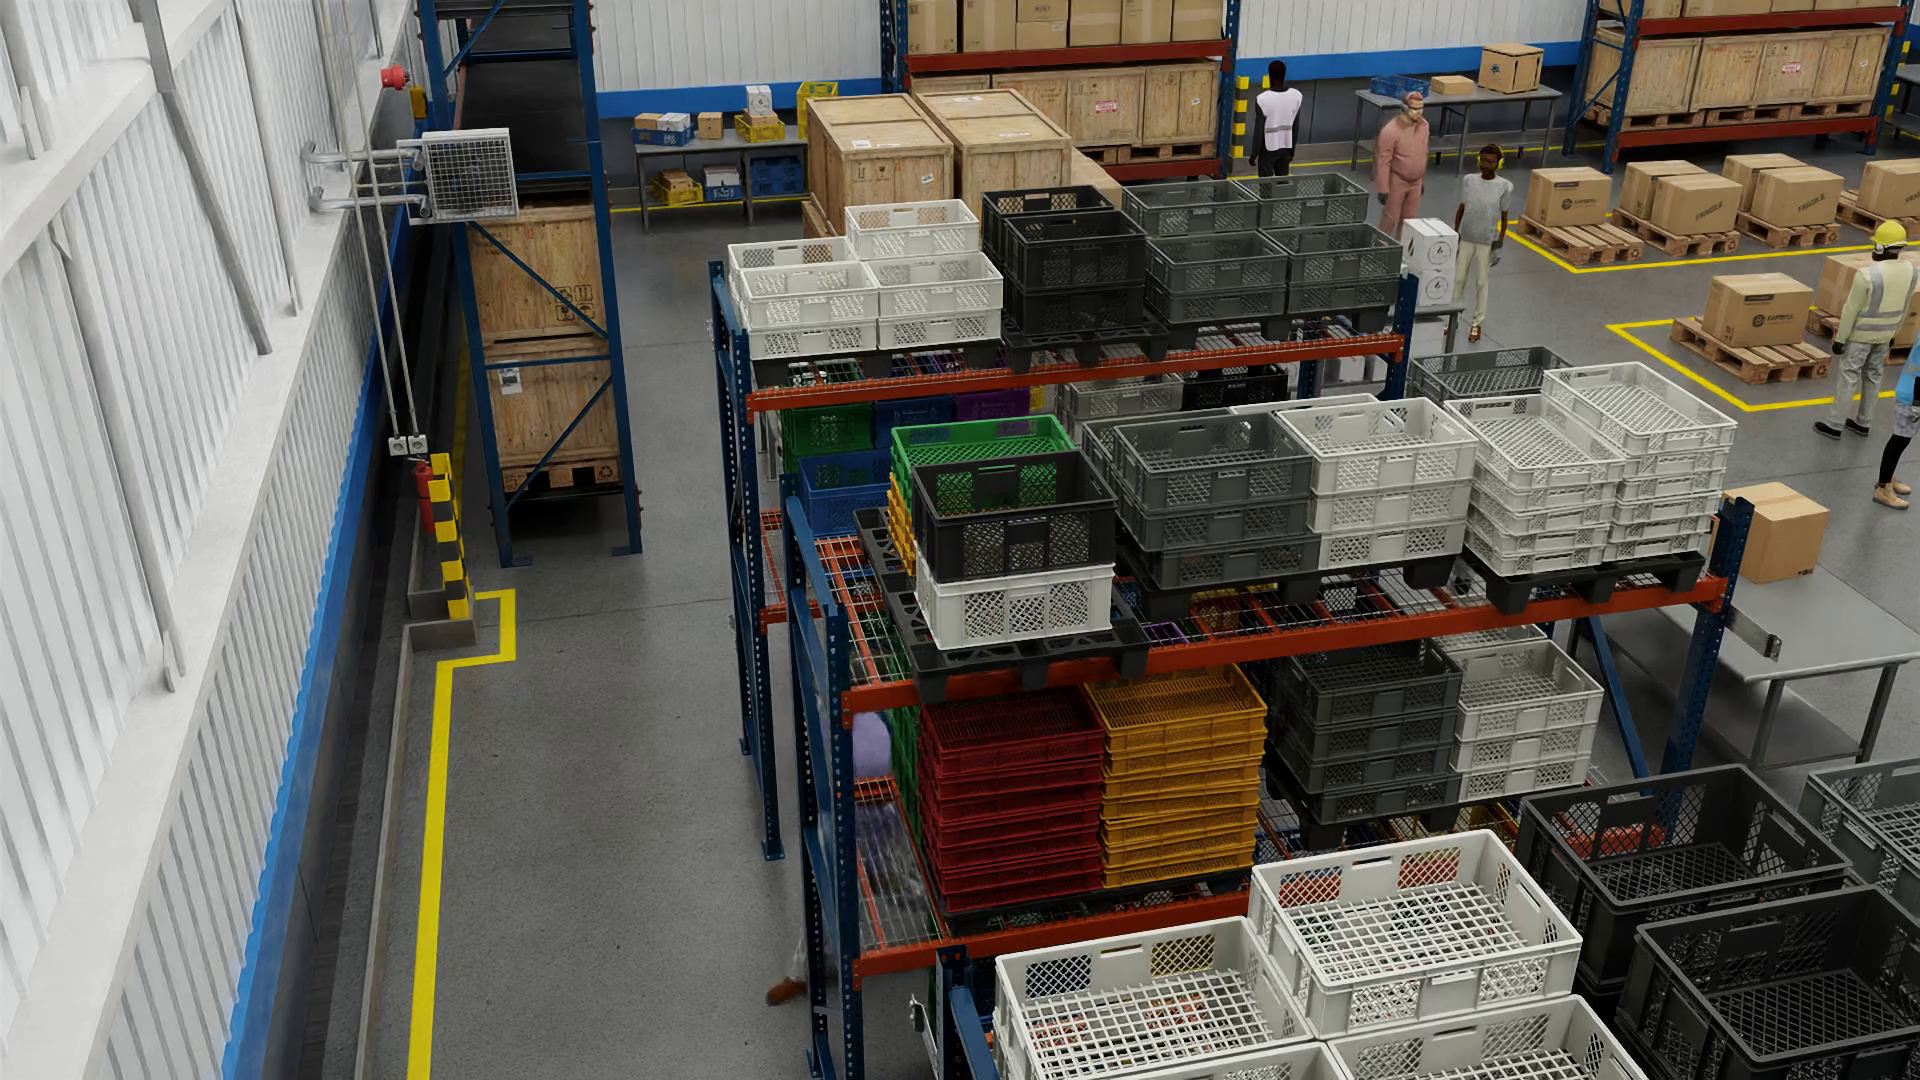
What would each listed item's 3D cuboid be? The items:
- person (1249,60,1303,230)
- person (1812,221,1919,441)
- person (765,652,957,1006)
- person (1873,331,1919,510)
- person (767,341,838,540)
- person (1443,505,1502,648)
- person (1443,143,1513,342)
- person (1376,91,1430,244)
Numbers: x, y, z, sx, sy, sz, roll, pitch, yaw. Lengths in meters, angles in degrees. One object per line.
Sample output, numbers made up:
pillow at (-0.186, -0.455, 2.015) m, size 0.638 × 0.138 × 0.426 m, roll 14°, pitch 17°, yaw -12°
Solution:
person at (3.505, -4.363, 18.548) m, size 0.590 × 1.913 × 0.398 m, roll -12°, pitch 30°, yaw -21°
person at (7.421, -1.704, 13.599) m, size 0.597 × 1.823 × 0.403 m, roll -8°, pitch 29°, yaw -14°
person at (-0.428, 1.319, 7.814) m, size 1.033 × 1.899 × 0.644 m, roll -16°, pitch 32°, yaw -28°
person at (7.224, -1.077, 12.540) m, size 0.318 × 1.697 × 0.536 m, roll 16°, pitch 32°, yaw 28°
person at (-1.071, -0.652, 11.537) m, size 0.574 × 1.884 × 0.356 m, roll 19°, pitch 33°, yaw 31°
person at (3.162, 0.092, 10.172) m, size 0.429 × 1.839 × 0.634 m, roll 14°, pitch 31°, yaw 25°
person at (4.849, -2.796, 15.614) m, size 0.509 × 1.877 × 0.328 m, roll 17°, pitch 32°, yaw 29°
person at (4.615, -3.721, 17.353) m, size 0.666 × 1.897 × 0.512 m, roll -15°, pitch 31°, yaw -26°
